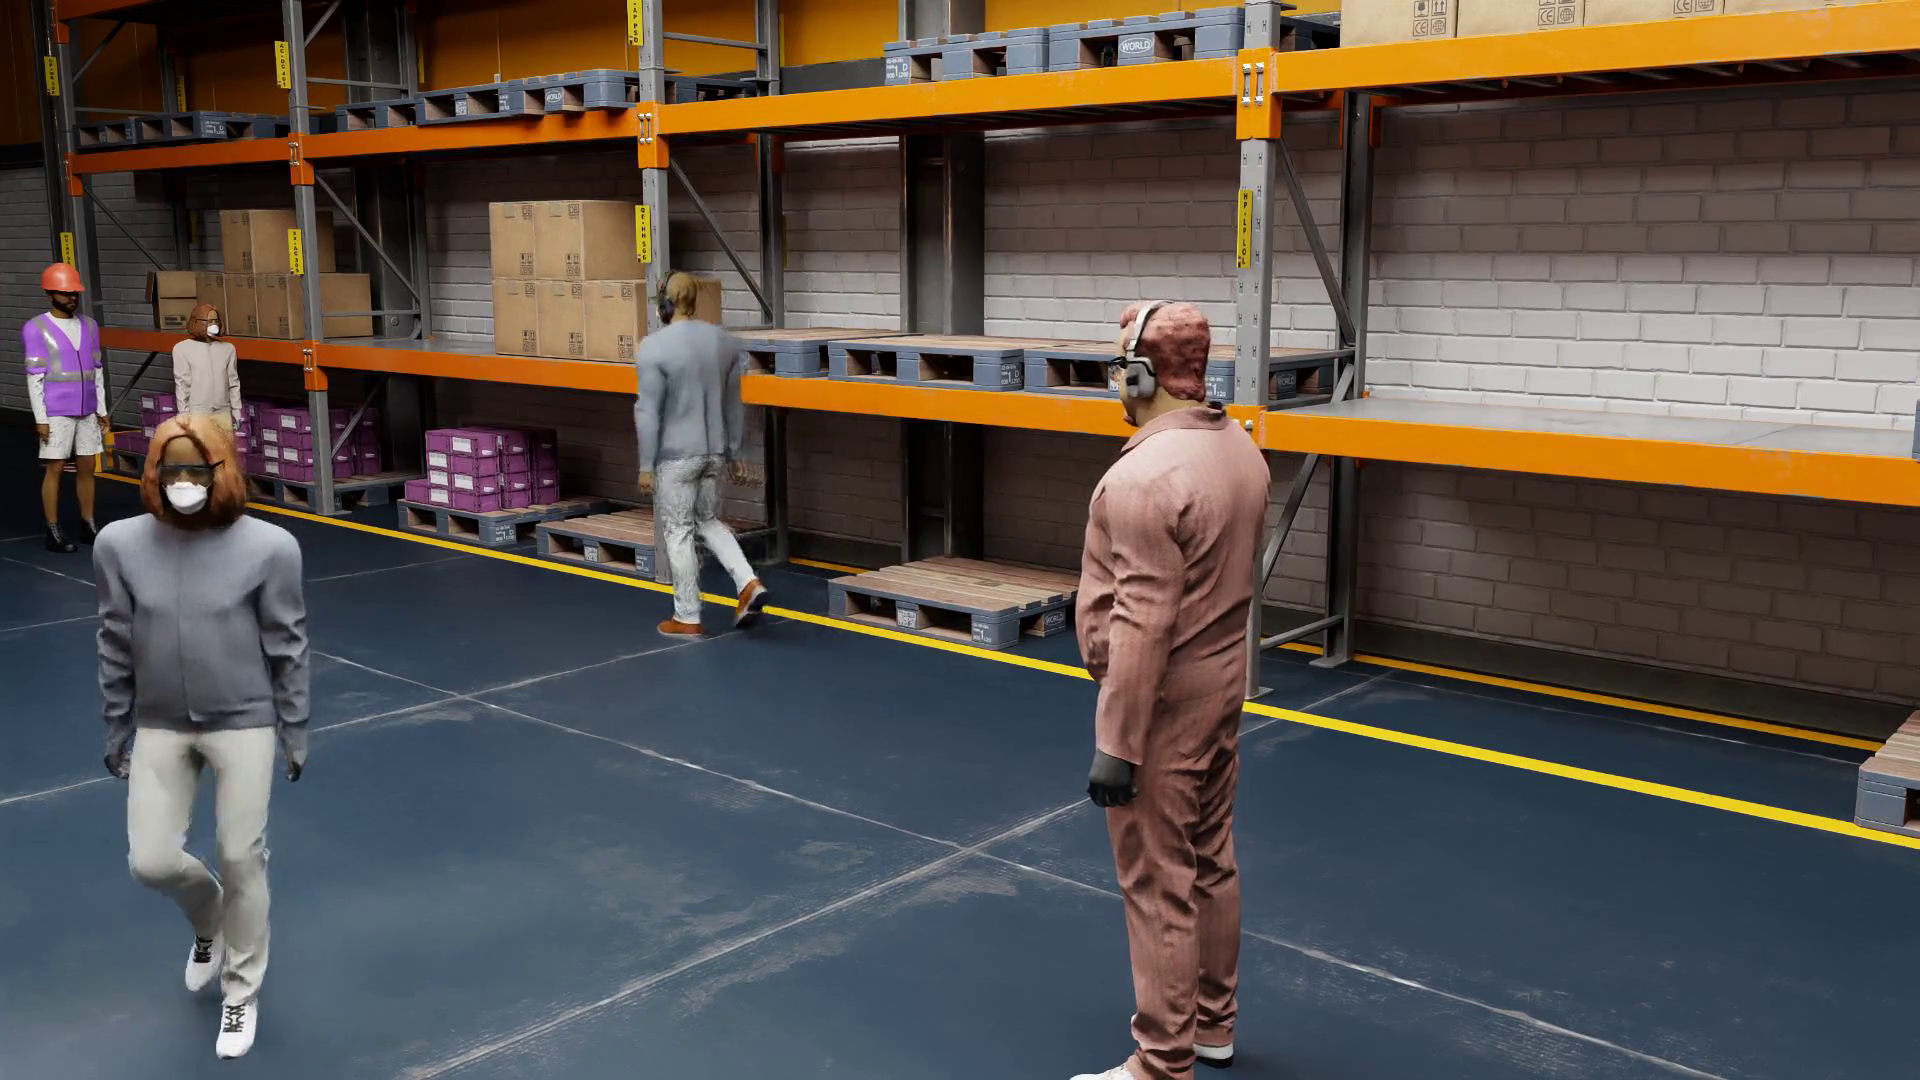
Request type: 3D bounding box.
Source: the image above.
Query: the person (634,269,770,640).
[{"bbox_3d":[-1.323,-0.417,8.516,0.570,1.925,0.641,8,12,37],"label":"person"}]

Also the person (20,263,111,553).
[{"bbox_3d":[-5.926,-0.875,11.104,0.409,1.930,0.547,4,11,24],"label":"person"}]

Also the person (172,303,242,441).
[{"bbox_3d":[-5.478,-0.910,12.148,0.277,1.629,0.496,7,12,35],"label":"person"}]

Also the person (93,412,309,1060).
[{"bbox_3d":[-1.900,0.477,4.222,0.507,1.621,0.412,-1,10,-8],"label":"person"}]

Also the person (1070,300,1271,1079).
[{"bbox_3d":[0.469,0.395,3.922,0.403,1.904,0.651,6,12,30],"label":"person"}]
